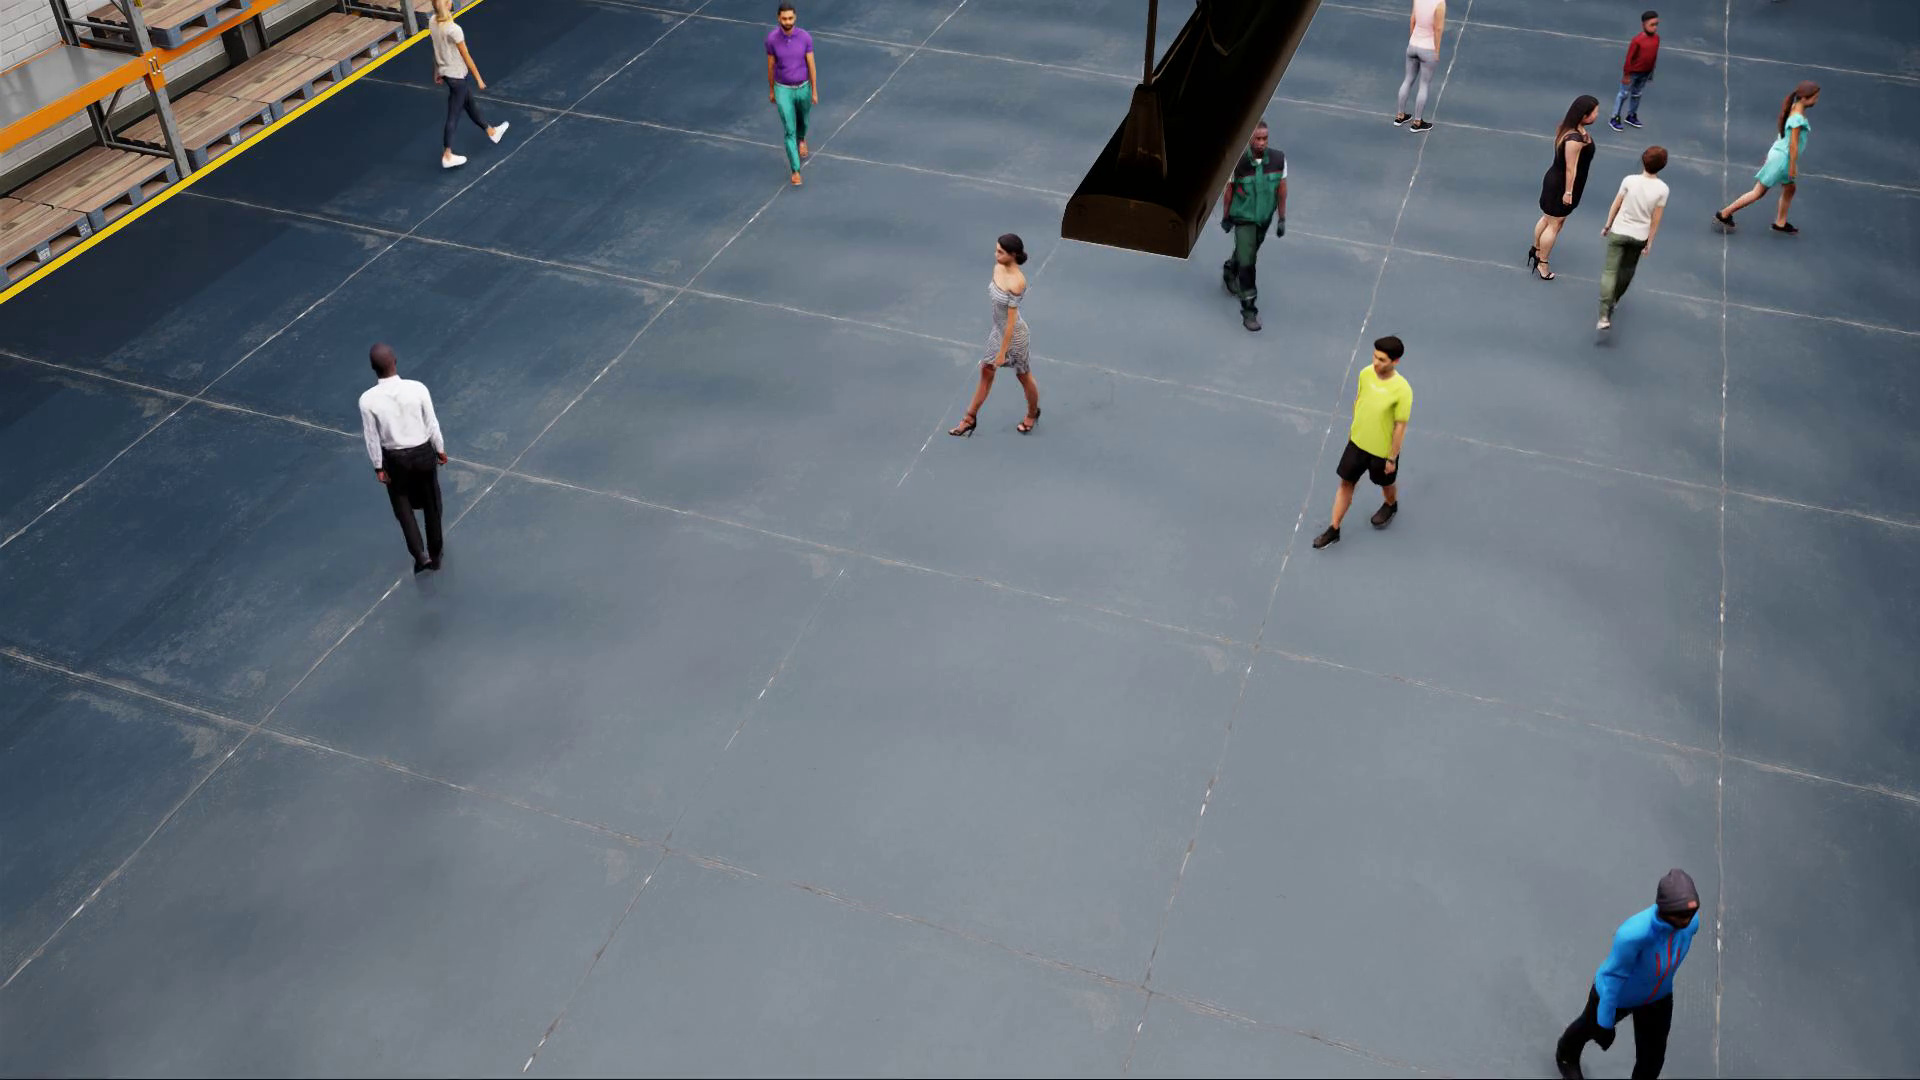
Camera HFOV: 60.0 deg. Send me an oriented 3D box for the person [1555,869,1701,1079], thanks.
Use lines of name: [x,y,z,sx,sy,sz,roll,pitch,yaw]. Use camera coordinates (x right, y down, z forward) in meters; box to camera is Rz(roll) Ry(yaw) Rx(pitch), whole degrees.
person: [3.252,2.164,8.208,0.989,1.770,1.100,-11,40,-13]

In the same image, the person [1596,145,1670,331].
person: [5.706,-2.551,14.229,0.586,1.624,1.093,12,40,14]

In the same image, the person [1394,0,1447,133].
person: [4.840,-5.139,17.389,0.672,1.726,0.640,-25,45,-28]

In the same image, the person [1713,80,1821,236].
person: [7.592,-3.544,15.552,0.612,1.525,0.965,11,40,13]

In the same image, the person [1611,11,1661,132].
person: [7.147,-4.967,17.551,0.584,1.253,0.629,-12,40,-15]

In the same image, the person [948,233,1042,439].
person: [0.478,-1.556,12.849,1.087,1.791,1.038,-15,41,-18]

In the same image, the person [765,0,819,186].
person: [-1.669,-4.518,16.608,1.032,1.730,1.261,-7,39,-9]

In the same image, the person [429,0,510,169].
person: [-5.139,-4.576,16.647,0.942,1.772,1.214,31,48,32]

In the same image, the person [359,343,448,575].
person: [-3.792,-0.483,11.485,0.870,1.818,0.941,-12,40,-15]

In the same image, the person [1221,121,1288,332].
person: [2.502,-2.802,14.413,1.136,1.788,1.327,-9,39,-11]

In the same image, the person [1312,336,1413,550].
person: [3.030,-0.732,11.921,1.182,1.663,0.979,-28,47,-31]

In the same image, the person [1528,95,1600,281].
person: [5.411,-3.184,14.948,0.780,1.717,0.617,4,39,5]
